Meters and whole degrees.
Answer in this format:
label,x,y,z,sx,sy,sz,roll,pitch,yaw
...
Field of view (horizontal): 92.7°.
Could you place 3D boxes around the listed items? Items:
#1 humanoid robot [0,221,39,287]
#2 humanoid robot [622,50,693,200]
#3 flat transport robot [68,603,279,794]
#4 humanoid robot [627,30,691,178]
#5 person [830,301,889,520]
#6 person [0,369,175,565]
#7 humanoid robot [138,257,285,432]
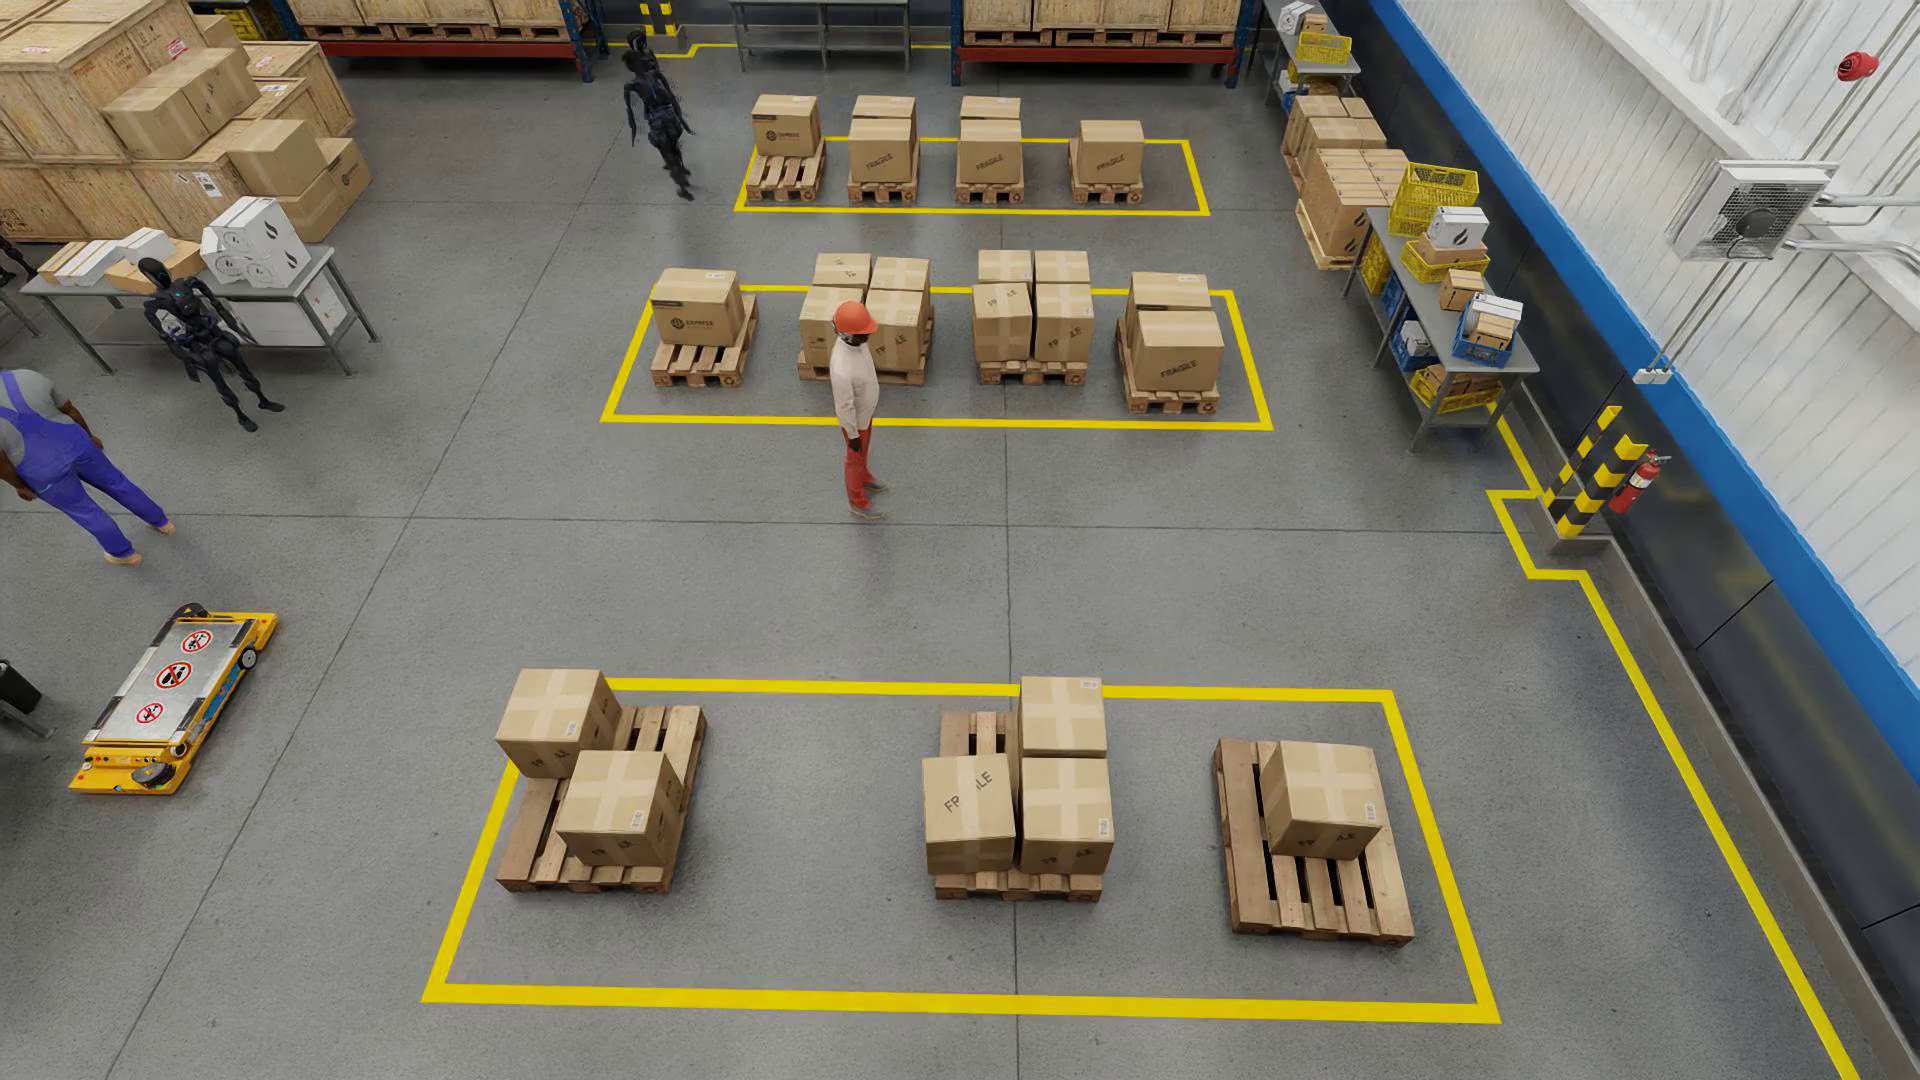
label,x,y,z,sx,sy,sz,roll,pitch,yaw
humanoid robot,-10.124,-3.329,9.252,0.609,1.657,0.315,-10,50,-8
humanoid robot,-3.422,-4.712,10.451,0.584,1.622,0.619,34,58,25
flat transport robot,-5.504,1.072,6.442,0.652,0.197,1.431,1,50,1
humanoid robot,-3.559,-5.099,10.758,0.357,1.650,0.563,-32,57,-24
person,-0.771,-0.991,7.076,0.394,1.991,0.621,4,50,3
person,-6.718,-0.619,6.731,0.536,2.000,0.674,14,51,11
humanoid robot,-6.433,-1.687,7.863,0.327,1.657,0.591,19,52,16
